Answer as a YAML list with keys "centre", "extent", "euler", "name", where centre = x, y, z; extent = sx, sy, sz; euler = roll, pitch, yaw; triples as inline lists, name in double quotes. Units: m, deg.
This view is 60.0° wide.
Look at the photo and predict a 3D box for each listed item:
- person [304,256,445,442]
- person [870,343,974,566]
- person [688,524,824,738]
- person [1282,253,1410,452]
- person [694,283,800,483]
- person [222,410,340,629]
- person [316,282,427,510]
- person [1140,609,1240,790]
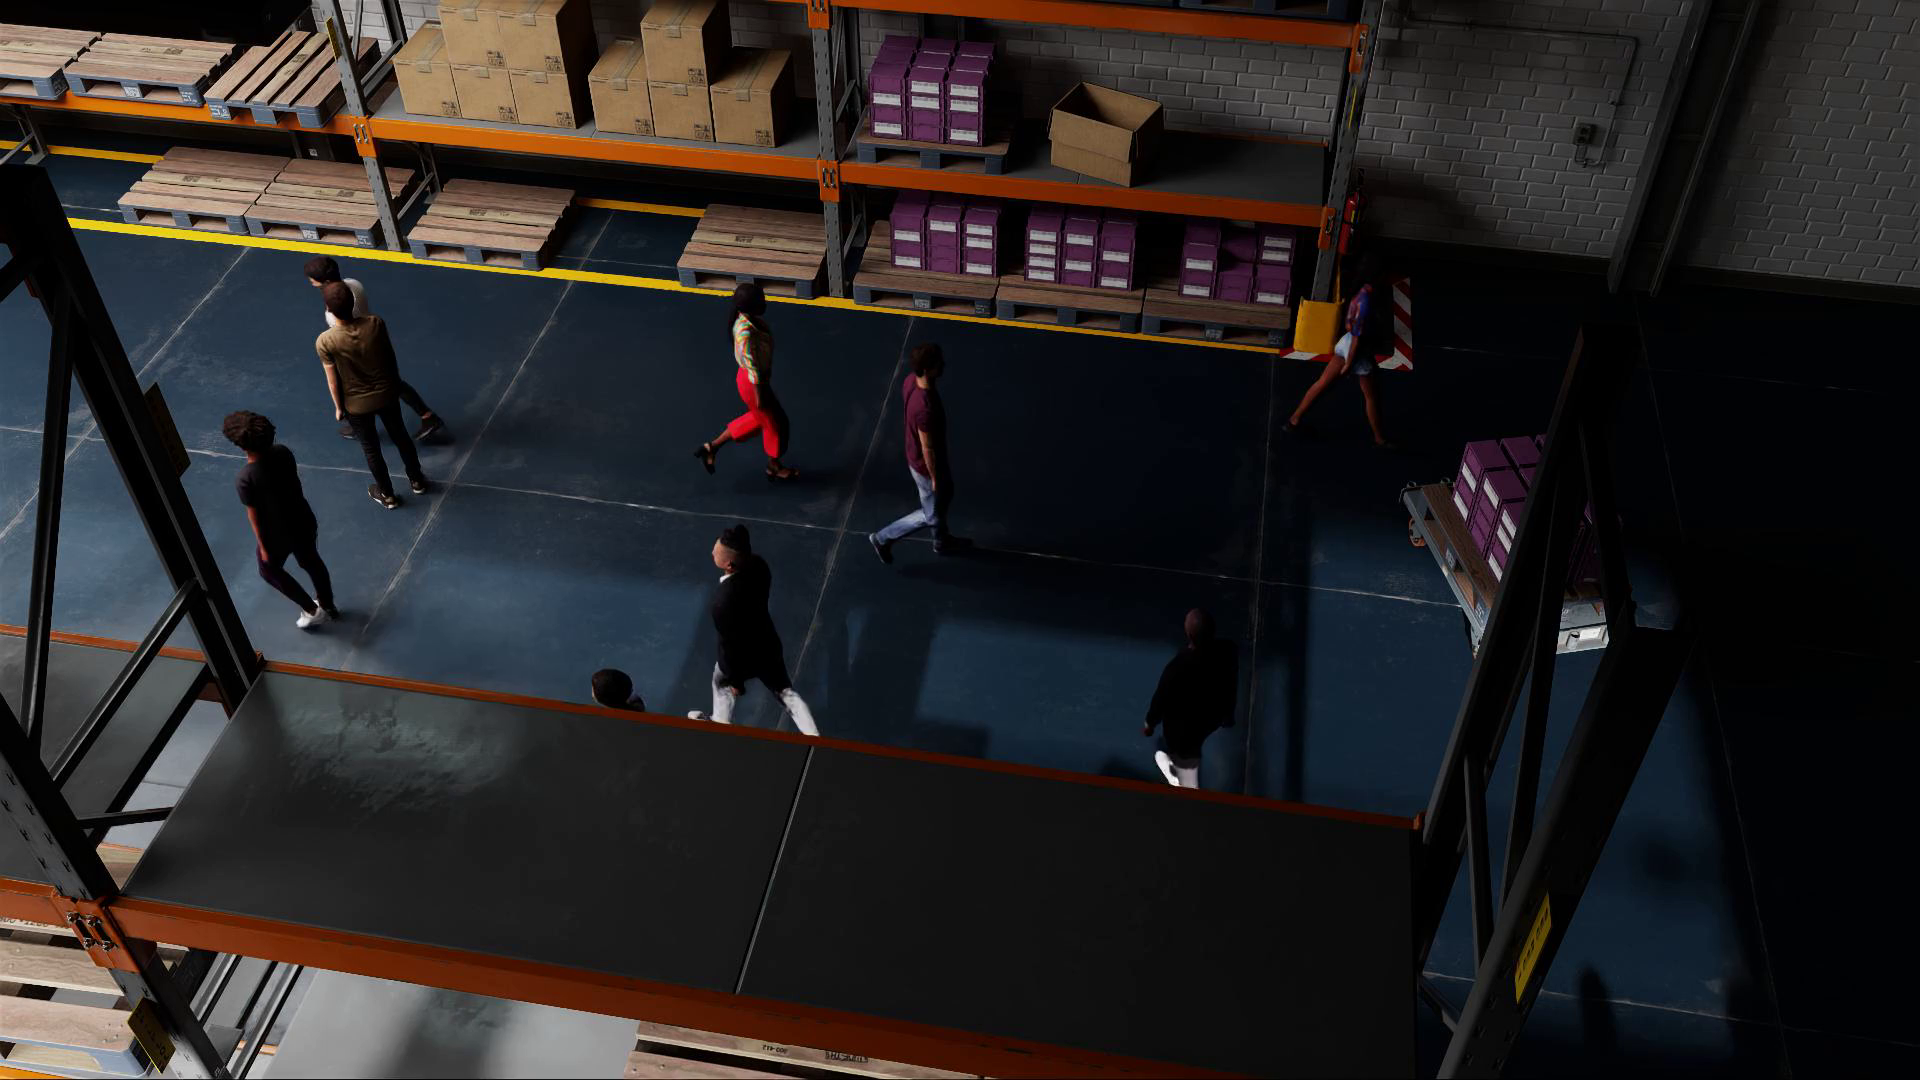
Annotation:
- centre: [-4.301, -1.379, 12.236]
  extent: [1.074, 1.673, 0.692]
  euler: [6, 44, 6]
  name: "person"
- centre: [-0.287, -0.537, 11.235]
  extent: [1.069, 1.836, 0.860]
  euler: [-6, 44, -7]
  name: "person"
- centre: [-1.166, 0.673, 9.917]
  extent: [1.339, 1.902, 0.967]
  euler: [18, 47, 18]
  name: "person"
- centre: [2.813, -1.365, 12.208]
  extent: [1.166, 1.693, 0.631]
  euler: [5, 44, 5]
  name: "person"
- centre: [-1.547, -1.057, 11.828]
  extent: [1.055, 1.771, 0.820]
  euler: [-8, 44, -9]
  name: "person"
- centre: [-4.342, -0.085, 10.805]
  extent: [0.681, 1.774, 0.705]
  euler: [17, 46, 17]
  name: "person"
- centre: [-4.171, -1.021, 11.731]
  extent: [0.748, 1.851, 0.782]
  euler: [-31, 52, -28]
  name: "person"
- centre: [1.389, 1.104, 9.582]
  extent: [0.971, 1.739, 1.015]
  euler: [-22, 48, -21]
  name: "person"
